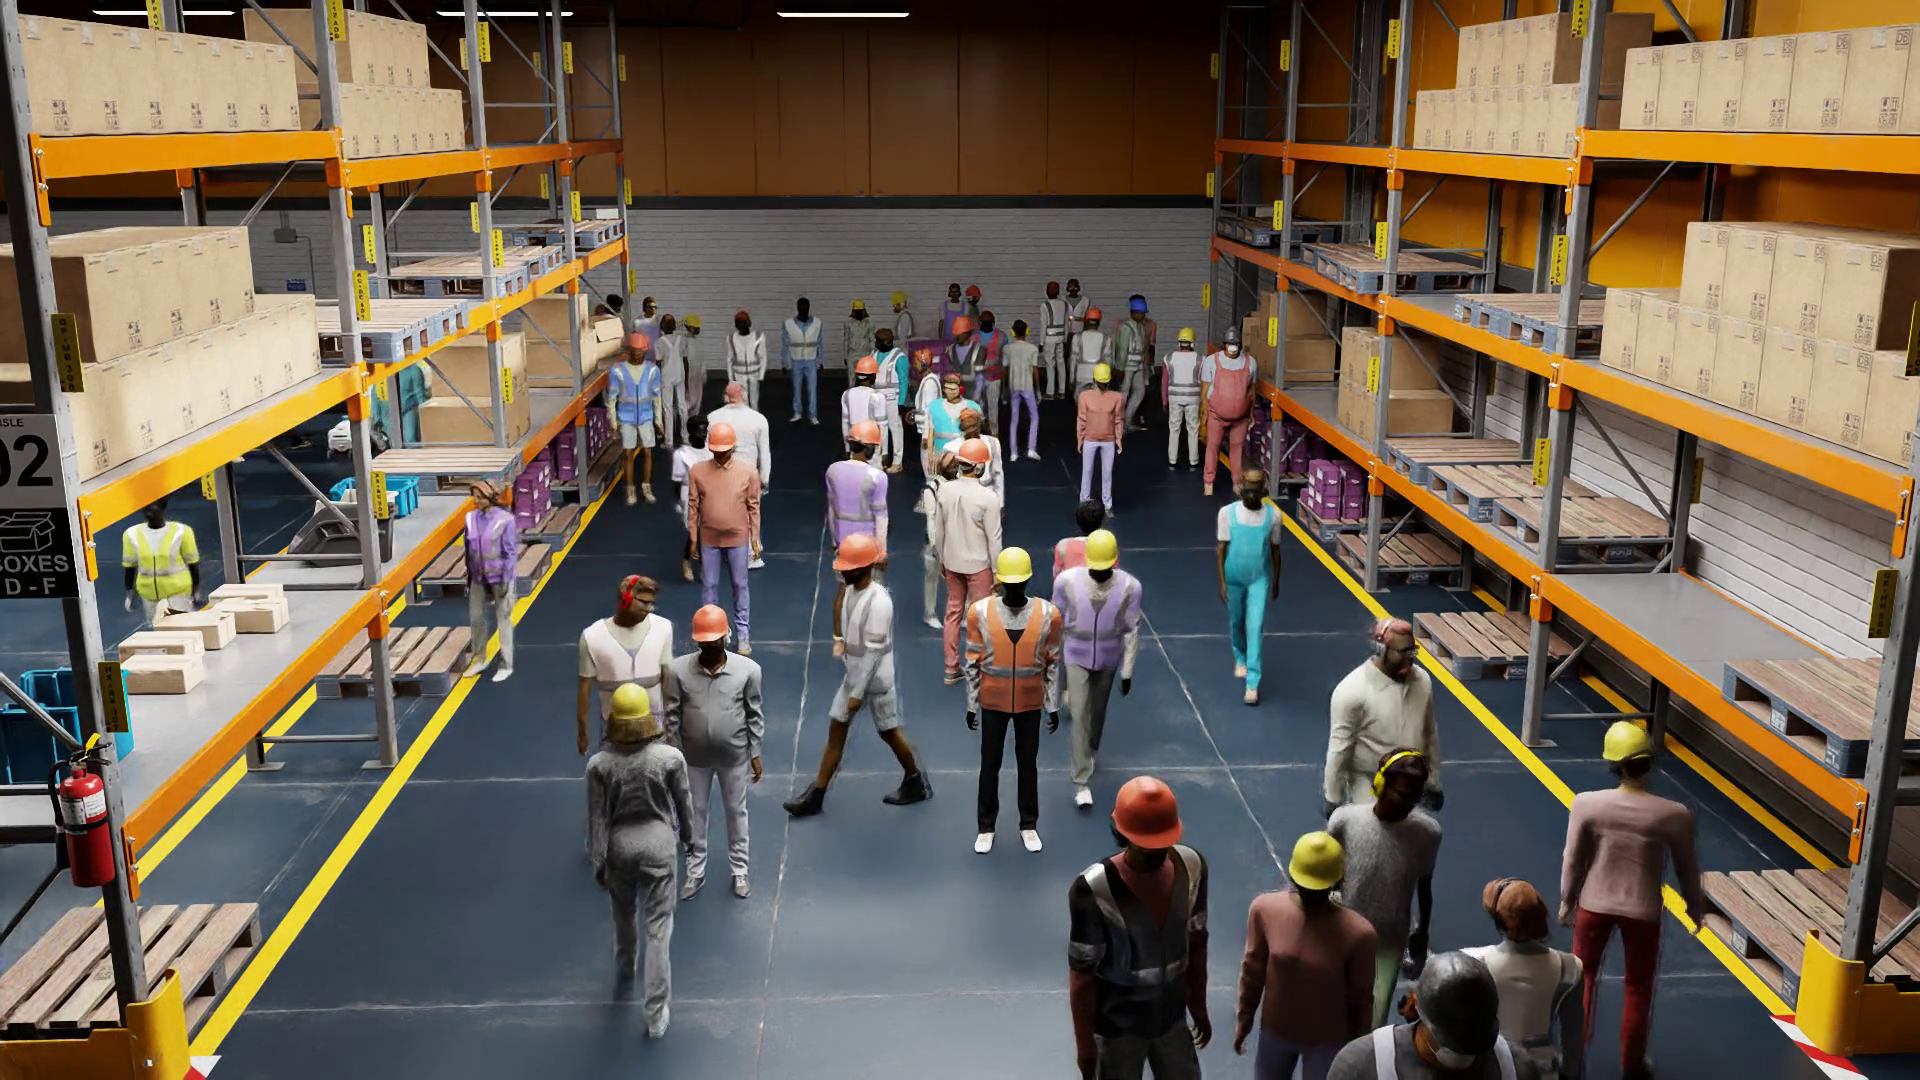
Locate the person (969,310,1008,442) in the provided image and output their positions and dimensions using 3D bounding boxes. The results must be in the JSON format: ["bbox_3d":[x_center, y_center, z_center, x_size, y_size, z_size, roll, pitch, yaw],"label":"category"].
[{"bbox_3d":[0.355,-2.246,22.945,0.621,1.838,0.429,-1,14,-2],"label":"person"}]

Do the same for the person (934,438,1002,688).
[{"bbox_3d":[0.087,0.185,13.082,0.617,1.993,0.396,11,18,37],"label":"person"}]

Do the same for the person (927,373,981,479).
[{"bbox_3d":[-0.061,-0.835,17.400,0.563,1.839,0.393,1,14,5],"label":"person"}]

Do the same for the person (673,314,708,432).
[{"bbox_3d":[-3.814,-2.312,23.390,0.514,1.747,0.523,6,15,21],"label":"person"}]

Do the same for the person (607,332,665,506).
[{"bbox_3d":[-3.756,-1.392,19.283,0.648,2.010,0.464,-6,15,-22],"label":"person"}]

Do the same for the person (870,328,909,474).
[{"bbox_3d":[-0.928,-1.765,21.053,0.625,1.840,0.430,13,19,42],"label":"person"}]

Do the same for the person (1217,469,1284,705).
[{"bbox_3d":[2.254,0.310,13.006,0.496,1.797,0.953,3,15,13],"label":"person"}]

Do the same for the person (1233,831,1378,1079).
[{"bbox_3d":[1.395,1.941,6.661,0.539,1.746,0.651,8,16,28],"label":"person"}]

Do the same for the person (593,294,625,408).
[{"bbox_3d":[-5.157,-2.609,24.197,0.662,1.924,0.479,7,16,24],"label":"person"}]

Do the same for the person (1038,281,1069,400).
[{"bbox_3d":[1.486,-3.167,26.465,0.577,1.882,0.349,-10,18,-36],"label":"person"}]

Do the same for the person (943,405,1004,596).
[{"bbox_3d":[0.114,-0.324,15.339,0.594,1.877,0.380,-6,16,-23],"label":"person"}]

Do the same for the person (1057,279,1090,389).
[{"bbox_3d":[1.844,-3.378,27.370,0.564,1.844,0.388,-1,14,-2],"label":"person"}]

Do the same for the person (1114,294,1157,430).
[{"bbox_3d":[2.511,-2.547,23.863,0.604,1.966,0.366,-1,14,-2],"label":"person"}]

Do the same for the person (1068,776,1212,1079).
[{"bbox_3d":[0.714,1.857,6.466,0.619,2.028,0.408,-7,16,-26],"label":"person"}]

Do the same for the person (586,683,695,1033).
[{"bbox_3d":[-1.594,1.535,8.378,0.504,1.701,0.888,-1,14,-5],"label":"person"}]

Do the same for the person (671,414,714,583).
[{"bbox_3d":[-2.456,-0.368,15.868,0.538,1.685,0.360,-10,18,-35],"label":"person"}]

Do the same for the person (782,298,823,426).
[{"bbox_3d":[-2.301,-2.607,24.350,0.622,1.863,0.837,-3,15,-12],"label":"person"}]

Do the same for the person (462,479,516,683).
[{"bbox_3d":[-3.743,0.324,13.270,0.535,1.635,0.372,6,16,23],"label":"person"}]

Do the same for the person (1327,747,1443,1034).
[{"bbox_3d":[1.817,1.728,7.368,0.551,1.825,0.924,4,15,14],"label":"person"}]

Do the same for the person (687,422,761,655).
[{"bbox_3d":[-1.966,-0.008,13.860,0.611,1.986,0.393,-1,14,-2],"label":"person"}]

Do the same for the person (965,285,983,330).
[{"bbox_3d":[0.213,-3.297,27.236,0.331,1.752,0.567,4,15,17],"label":"person"}]

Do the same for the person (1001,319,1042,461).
[{"bbox_3d":[0.804,-1.951,21.760,0.541,1.849,0.380,4,15,17],"label":"person"}]

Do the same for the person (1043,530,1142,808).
[{"bbox_3d":[0.853,0.797,11.000,0.667,1.837,1.025,0,14,-1],"label":"person"}]

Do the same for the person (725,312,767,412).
[{"bbox_3d":[-2.930,-2.215,22.835,0.565,1.827,1.001,-1,14,-4],"label":"person"}]

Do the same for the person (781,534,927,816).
[{"bbox_3d":[-0.633,0.870,10.642,0.972,1.881,0.581,-9,17,-31],"label":"person"}]

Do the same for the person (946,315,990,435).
[{"bbox_3d":[0.132,-1.910,21.322,0.593,2.000,0.952,7,16,26],"label":"person"}]

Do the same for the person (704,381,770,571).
[{"bbox_3d":[-2.228,-0.641,16.611,0.669,1.855,0.609,0,14,0],"label":"person"}]

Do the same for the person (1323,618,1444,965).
[{"bbox_3d":[2.322,1.322,8.891,0.669,1.850,0.980,-9,17,-31],"label":"person"}]

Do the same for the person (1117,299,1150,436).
[{"bbox_3d":[2.452,-2.455,23.590,0.440,1.921,0.710,9,17,31],"label":"person"}]

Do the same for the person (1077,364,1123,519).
[{"bbox_3d":[1.565,-1.101,18.607,0.524,1.760,0.327,-1,14,-2],"label":"person"}]

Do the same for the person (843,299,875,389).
[{"bbox_3d":[-1.526,-2.785,25.242,0.484,1.745,0.298,-1,14,-2],"label":"person"}]

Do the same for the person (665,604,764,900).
[{"bbox_3d":[-1.404,1.211,9.533,0.563,1.753,0.327,-1,14,-2],"label":"person"}]

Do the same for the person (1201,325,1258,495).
[{"bbox_3d":[3.200,-1.531,19.729,0.674,2.000,0.535,-1,14,-2],"label":"person"}]

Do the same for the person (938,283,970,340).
[{"bbox_3d":[-0.093,-3.188,26.623,0.505,1.847,0.344,-1,14,-2],"label":"person"}]

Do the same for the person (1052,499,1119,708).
[{"bbox_3d":[0.941,0.534,12.329,0.537,1.680,0.401,11,18,36],"label":"person"}]

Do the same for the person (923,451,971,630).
[{"bbox_3d":[-0.074,0.034,14.448,0.525,1.612,0.716,-11,18,-37],"label":"person"}]

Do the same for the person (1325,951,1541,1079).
[{"bbox_3d":[1.455,2.191,5.119,0.674,2.000,0.535,-1,14,-2],"label":"person"}]

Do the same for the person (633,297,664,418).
[{"bbox_3d":[-4.613,-2.703,24.762,0.370,1.833,0.503,14,20,43],"label":"person"}]

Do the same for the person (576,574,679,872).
[{"bbox_3d":[-2.004,1.078,9.952,0.608,1.811,0.470,-8,16,-28],"label":"person"}]

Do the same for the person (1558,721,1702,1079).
[{"bbox_3d":[3.079,1.705,7.656,0.603,1.739,0.510,7,16,26],"label":"person"}]

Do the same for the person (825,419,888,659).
[{"bbox_3d":[-0.818,0.010,13.730,0.610,2.028,0.420,9,17,32],"label":"person"}]

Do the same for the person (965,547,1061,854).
[{"bbox_3d":[0.322,0.973,10.121,0.585,1.929,0.370,-1,14,-2],"label":"person"}]

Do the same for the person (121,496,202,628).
[{"bbox_3d":[-6.131,0.428,12.748,0.546,1.671,0.569,-1,14,-4],"label":"person"}]

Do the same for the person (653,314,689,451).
[{"bbox_3d":[-3.897,-2.130,22.468,0.507,1.847,0.344,-9,17,-32],"label":"person"}]

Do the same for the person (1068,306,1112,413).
[{"bbox_3d":[1.769,-2.226,22.715,0.613,1.913,0.458,0,14,0],"label":"person"}]

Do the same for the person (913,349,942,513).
[{"bbox_3d":[-0.356,-1.240,18.927,0.360,1.876,0.568,0,14,-1],"label":"person"}]

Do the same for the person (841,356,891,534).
[{"bbox_3d":[-0.994,-1.012,17.899,0.552,1.934,0.373,8,16,28],"label":"person"}]

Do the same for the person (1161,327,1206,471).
[{"bbox_3d":[2.862,-1.790,21.165,0.599,1.827,0.403,4,15,14],"label":"person"}]

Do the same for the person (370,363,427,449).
[{"bbox_3d":[-6.637,-1.421,19.608,0.641,1.889,0.529,4,15,14],"label":"person"}]

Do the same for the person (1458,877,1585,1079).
[{"bbox_3d":[2.103,2.069,6.433,0.526,1.618,0.481,0,14,1],"label":"person"}]
